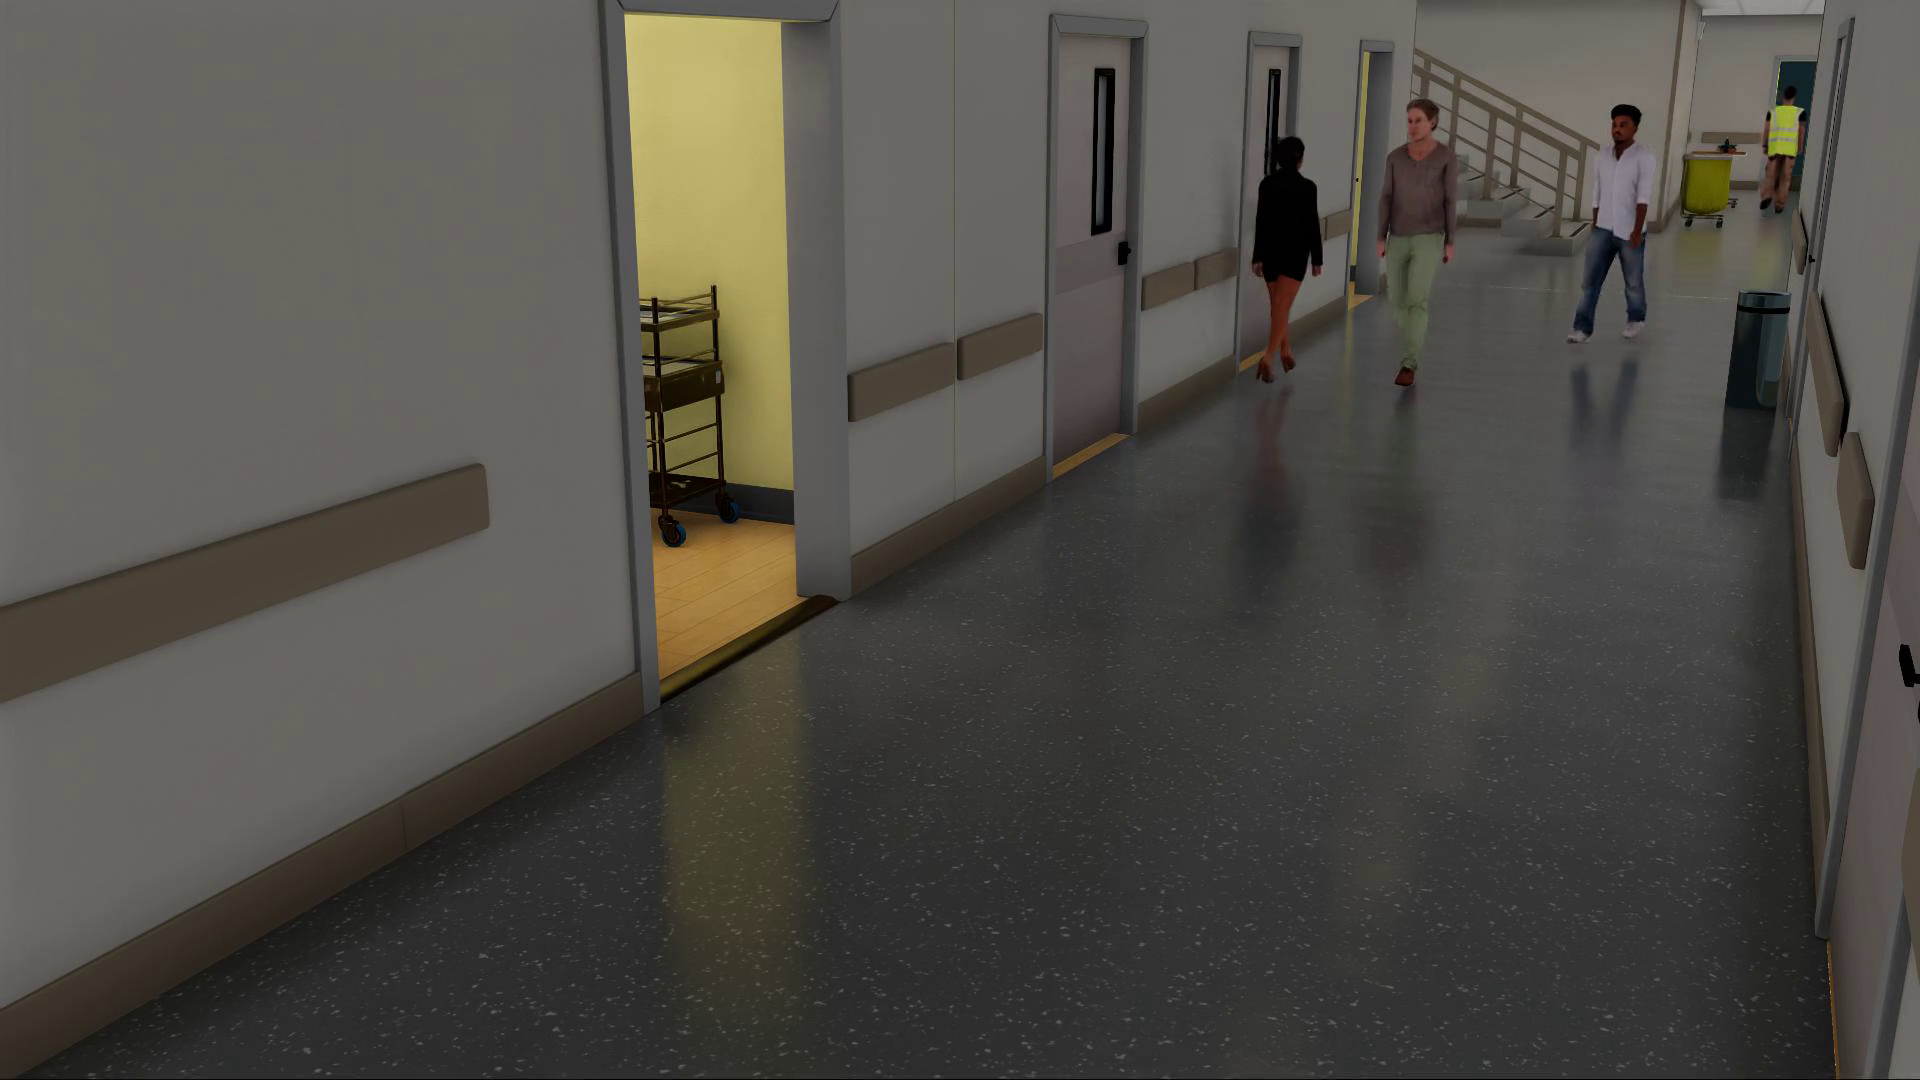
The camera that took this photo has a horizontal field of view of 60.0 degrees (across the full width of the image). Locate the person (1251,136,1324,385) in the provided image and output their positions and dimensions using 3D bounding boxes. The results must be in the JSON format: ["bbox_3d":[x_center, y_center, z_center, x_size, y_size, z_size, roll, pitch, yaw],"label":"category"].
[{"bbox_3d":[2.115,-1.786,10.925,0.981,1.592,0.696,9,18,28],"label":"person"}]

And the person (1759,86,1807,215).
[{"bbox_3d":[12.108,-5.732,24.477,0.720,1.835,0.775,9,18,28],"label":"person"}]

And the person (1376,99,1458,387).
[{"bbox_3d":[3.066,-1.977,11.150,1.155,1.838,0.797,9,18,29],"label":"person"}]

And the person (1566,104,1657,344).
[{"bbox_3d":[5.068,-2.364,12.645,1.211,1.771,0.974,15,21,42],"label":"person"}]
